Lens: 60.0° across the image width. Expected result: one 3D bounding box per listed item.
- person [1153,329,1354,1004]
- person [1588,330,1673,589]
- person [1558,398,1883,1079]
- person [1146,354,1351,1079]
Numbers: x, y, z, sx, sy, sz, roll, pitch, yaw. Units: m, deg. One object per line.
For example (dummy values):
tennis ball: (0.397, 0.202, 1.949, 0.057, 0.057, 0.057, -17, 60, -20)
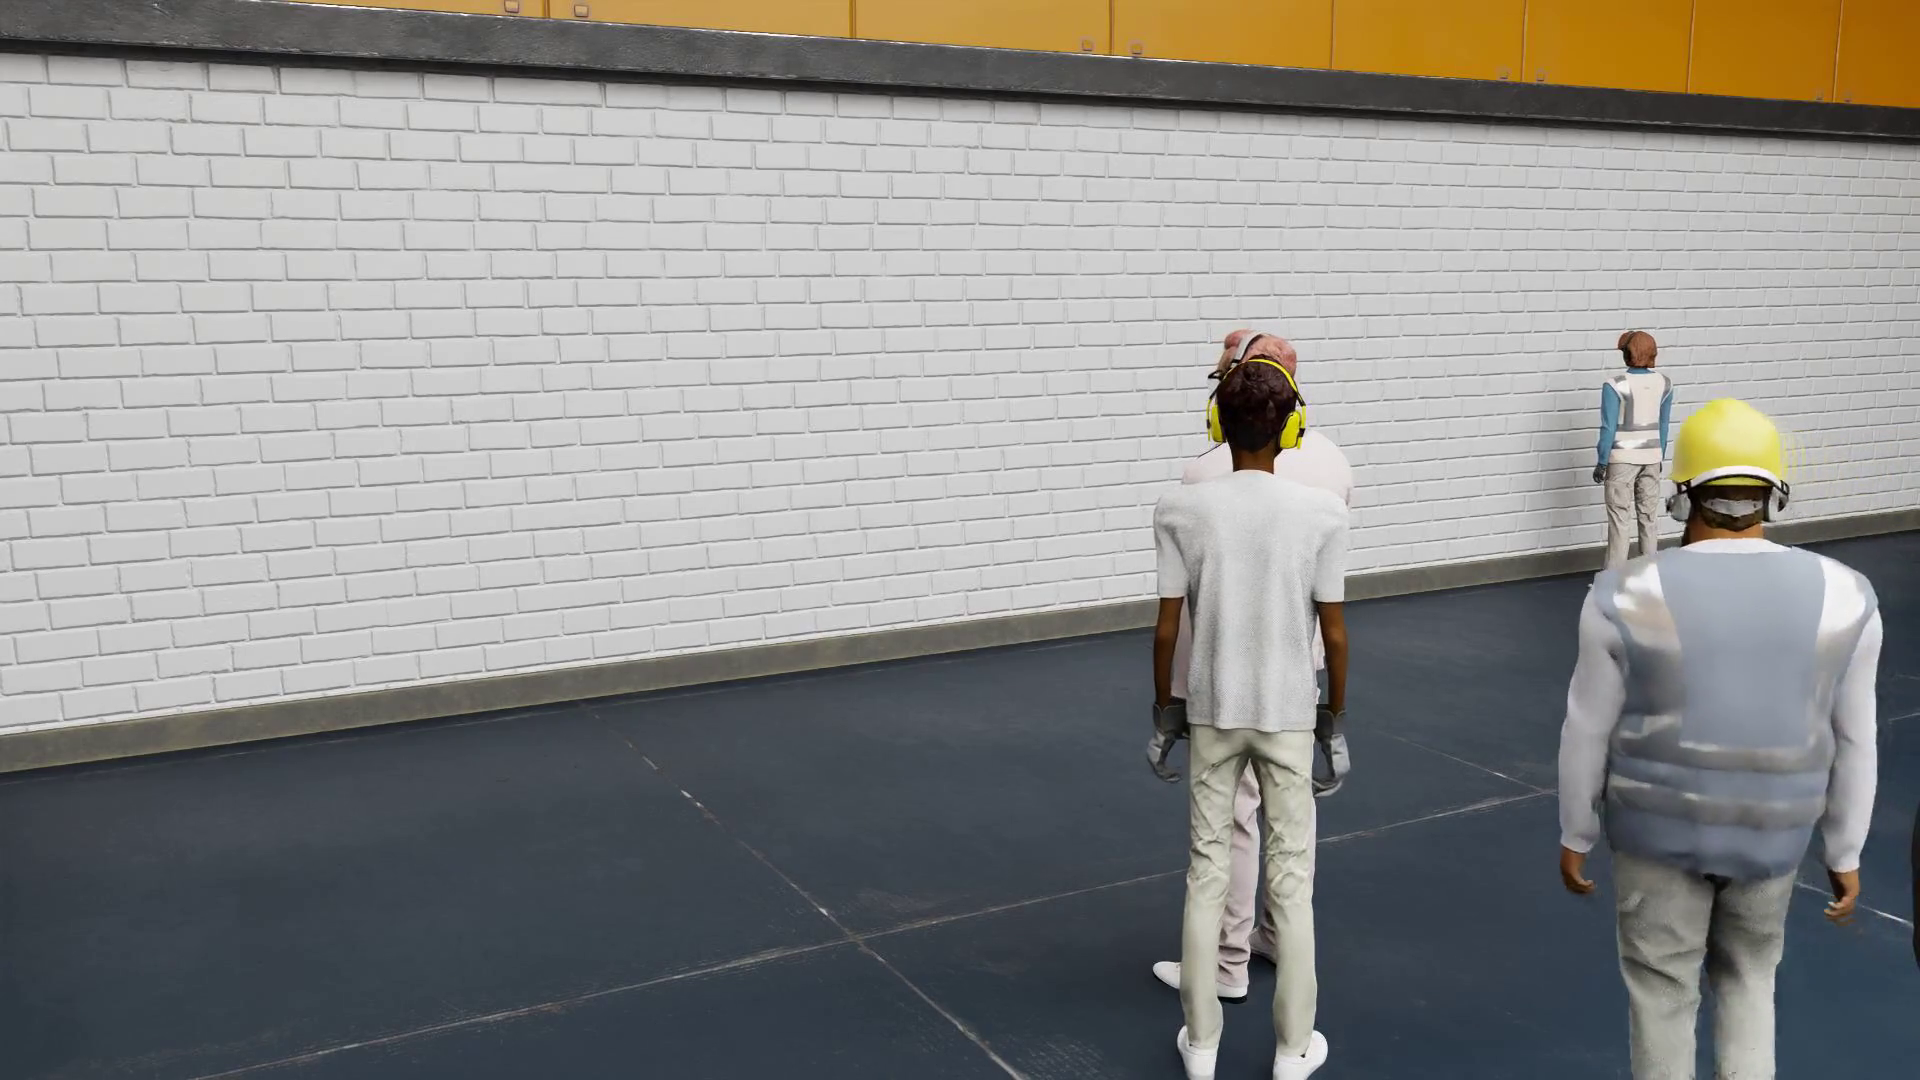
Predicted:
person: (0.813, 0.358, 4.757, 0.643, 1.912, 0.410, -9, 13, -40)
person: (4.178, -0.473, 10.340, 0.524, 1.645, 0.309, -3, 10, -19)
person: (1.594, 0.609, 3.564, 0.618, 1.818, 0.420, 1, 10, 7)
person: (0.735, 0.469, 4.232, 0.518, 1.874, 0.330, 3, 10, 15)
